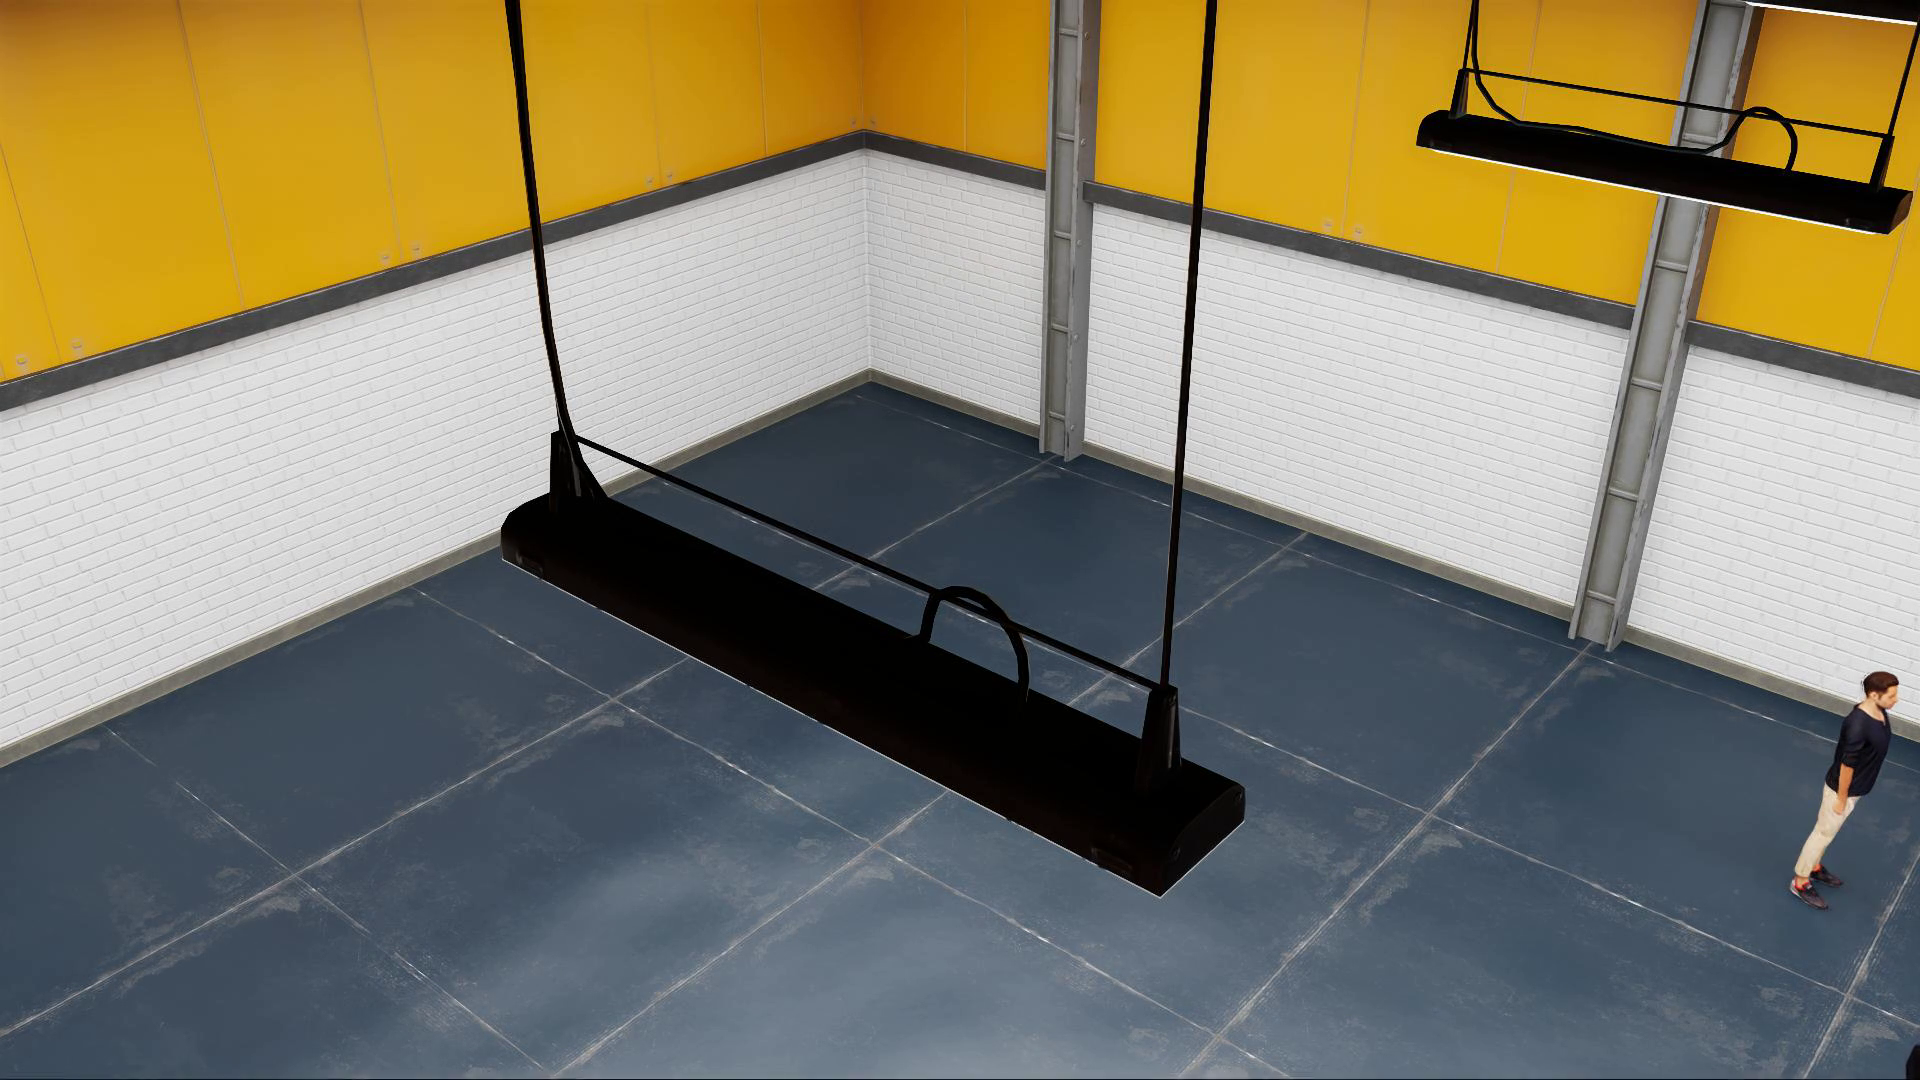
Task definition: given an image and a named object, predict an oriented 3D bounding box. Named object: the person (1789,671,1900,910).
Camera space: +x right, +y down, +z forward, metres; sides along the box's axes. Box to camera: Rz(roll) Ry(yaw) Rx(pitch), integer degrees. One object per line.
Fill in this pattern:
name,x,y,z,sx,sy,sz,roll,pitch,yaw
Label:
person,6.136,1.685,11.522,0.510,1.855,0.639,23,36,35
